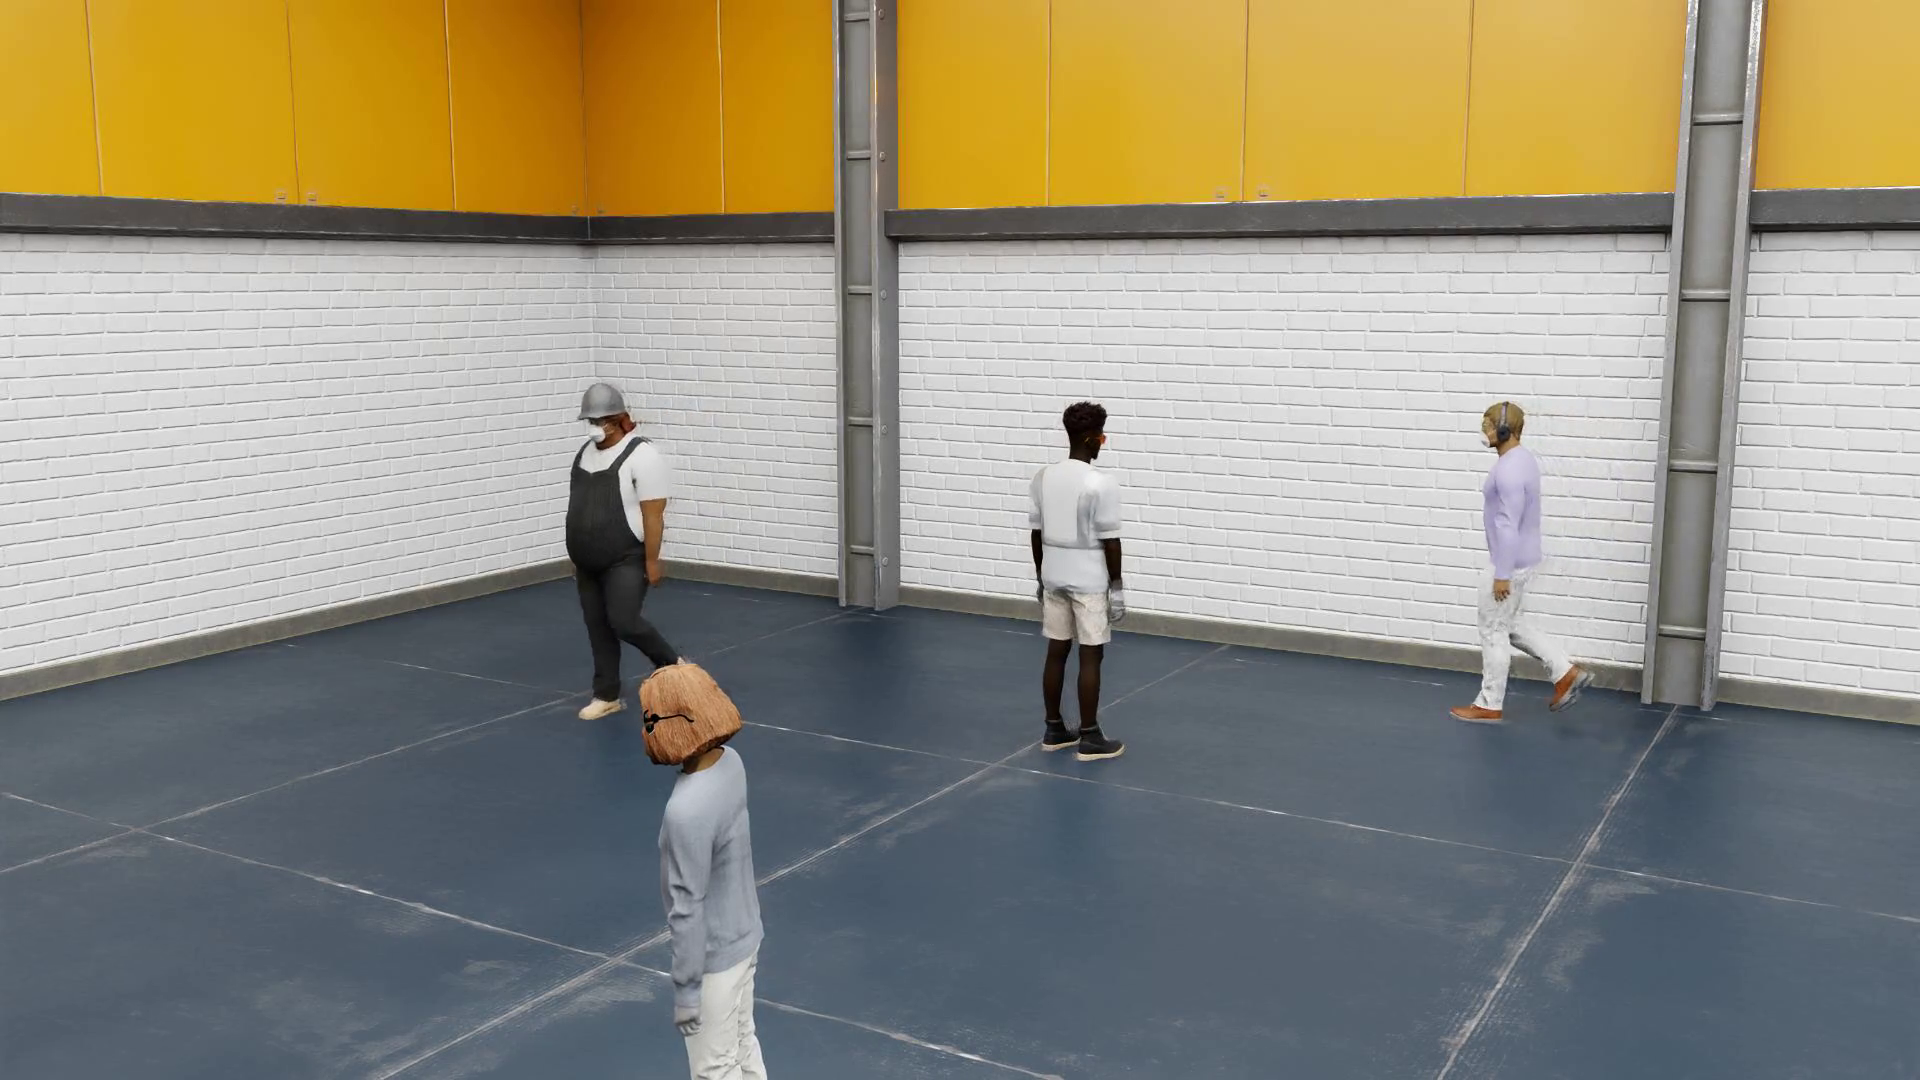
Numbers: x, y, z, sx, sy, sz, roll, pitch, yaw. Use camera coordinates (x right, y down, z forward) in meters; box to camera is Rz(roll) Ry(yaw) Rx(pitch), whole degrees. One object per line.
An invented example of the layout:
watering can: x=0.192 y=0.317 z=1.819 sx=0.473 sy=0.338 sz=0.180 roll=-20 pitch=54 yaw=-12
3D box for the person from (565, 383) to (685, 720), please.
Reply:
person: x=-2.050 y=0.052 z=9.894 sx=0.686 sy=2.000 sz=0.635 roll=6 pitch=11 yaw=34

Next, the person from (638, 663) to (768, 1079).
person: x=-0.680 y=1.128 z=4.495 sx=0.313 sy=1.623 sz=0.496 roll=1 pitch=9 yaw=7

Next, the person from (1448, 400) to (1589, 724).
person: x=3.284 y=0.147 z=9.702 sx=0.670 sy=1.923 sz=0.640 roll=4 pitch=10 yaw=22

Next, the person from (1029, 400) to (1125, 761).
person: x=0.653 y=0.217 z=9.102 sx=0.361 sy=1.963 sz=0.612 roll=-9 pitch=13 yaw=-44
